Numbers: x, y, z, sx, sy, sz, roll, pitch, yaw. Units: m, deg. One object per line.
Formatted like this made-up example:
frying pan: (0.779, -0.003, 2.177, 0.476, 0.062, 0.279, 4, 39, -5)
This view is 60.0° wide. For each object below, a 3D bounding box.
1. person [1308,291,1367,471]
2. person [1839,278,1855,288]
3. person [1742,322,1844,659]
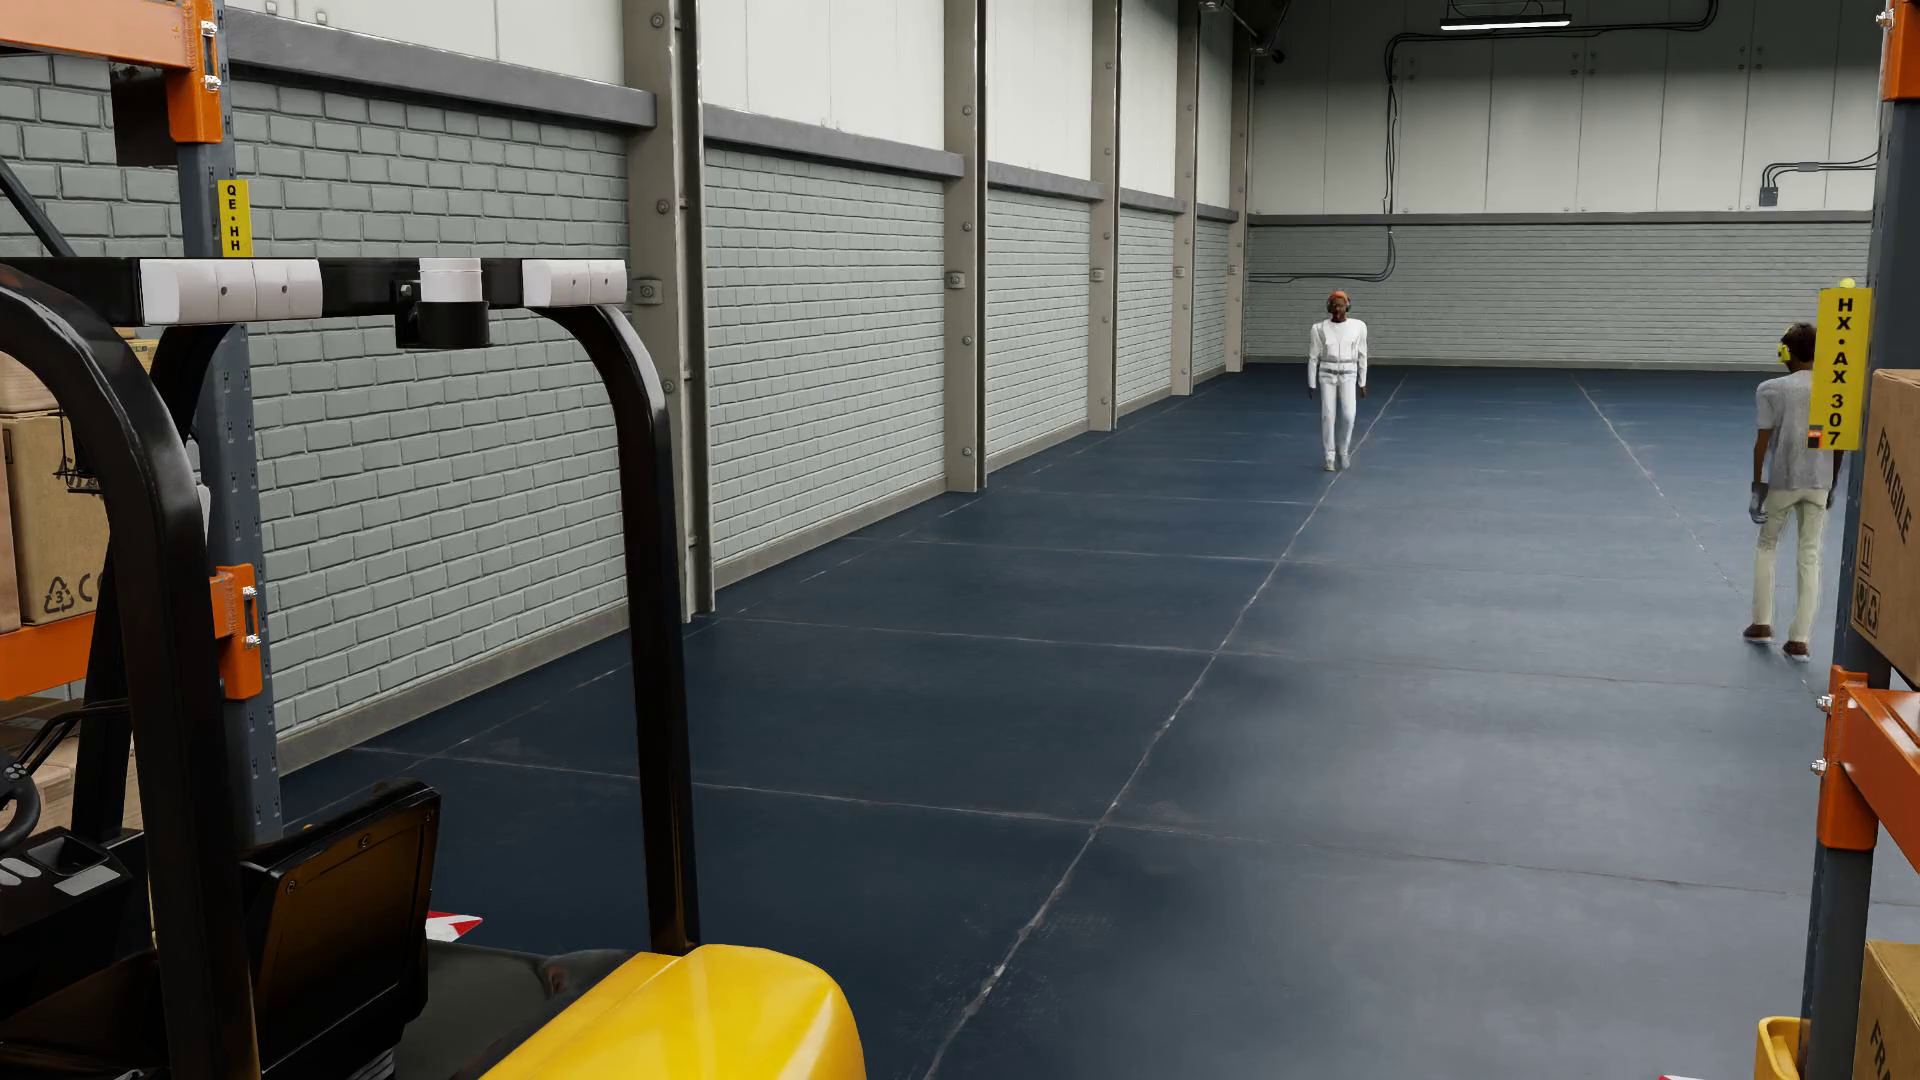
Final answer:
person: (3.885, -1.629, 17.152, 0.600, 1.864, 0.434, 2, 10, 11)
person: (14.422, -3.347, 27.300, 0.766, 1.901, 0.592, -9, 13, -44)
person: (4.643, -0.282, 9.262, 0.503, 1.830, 0.728, 3, 10, 15)
